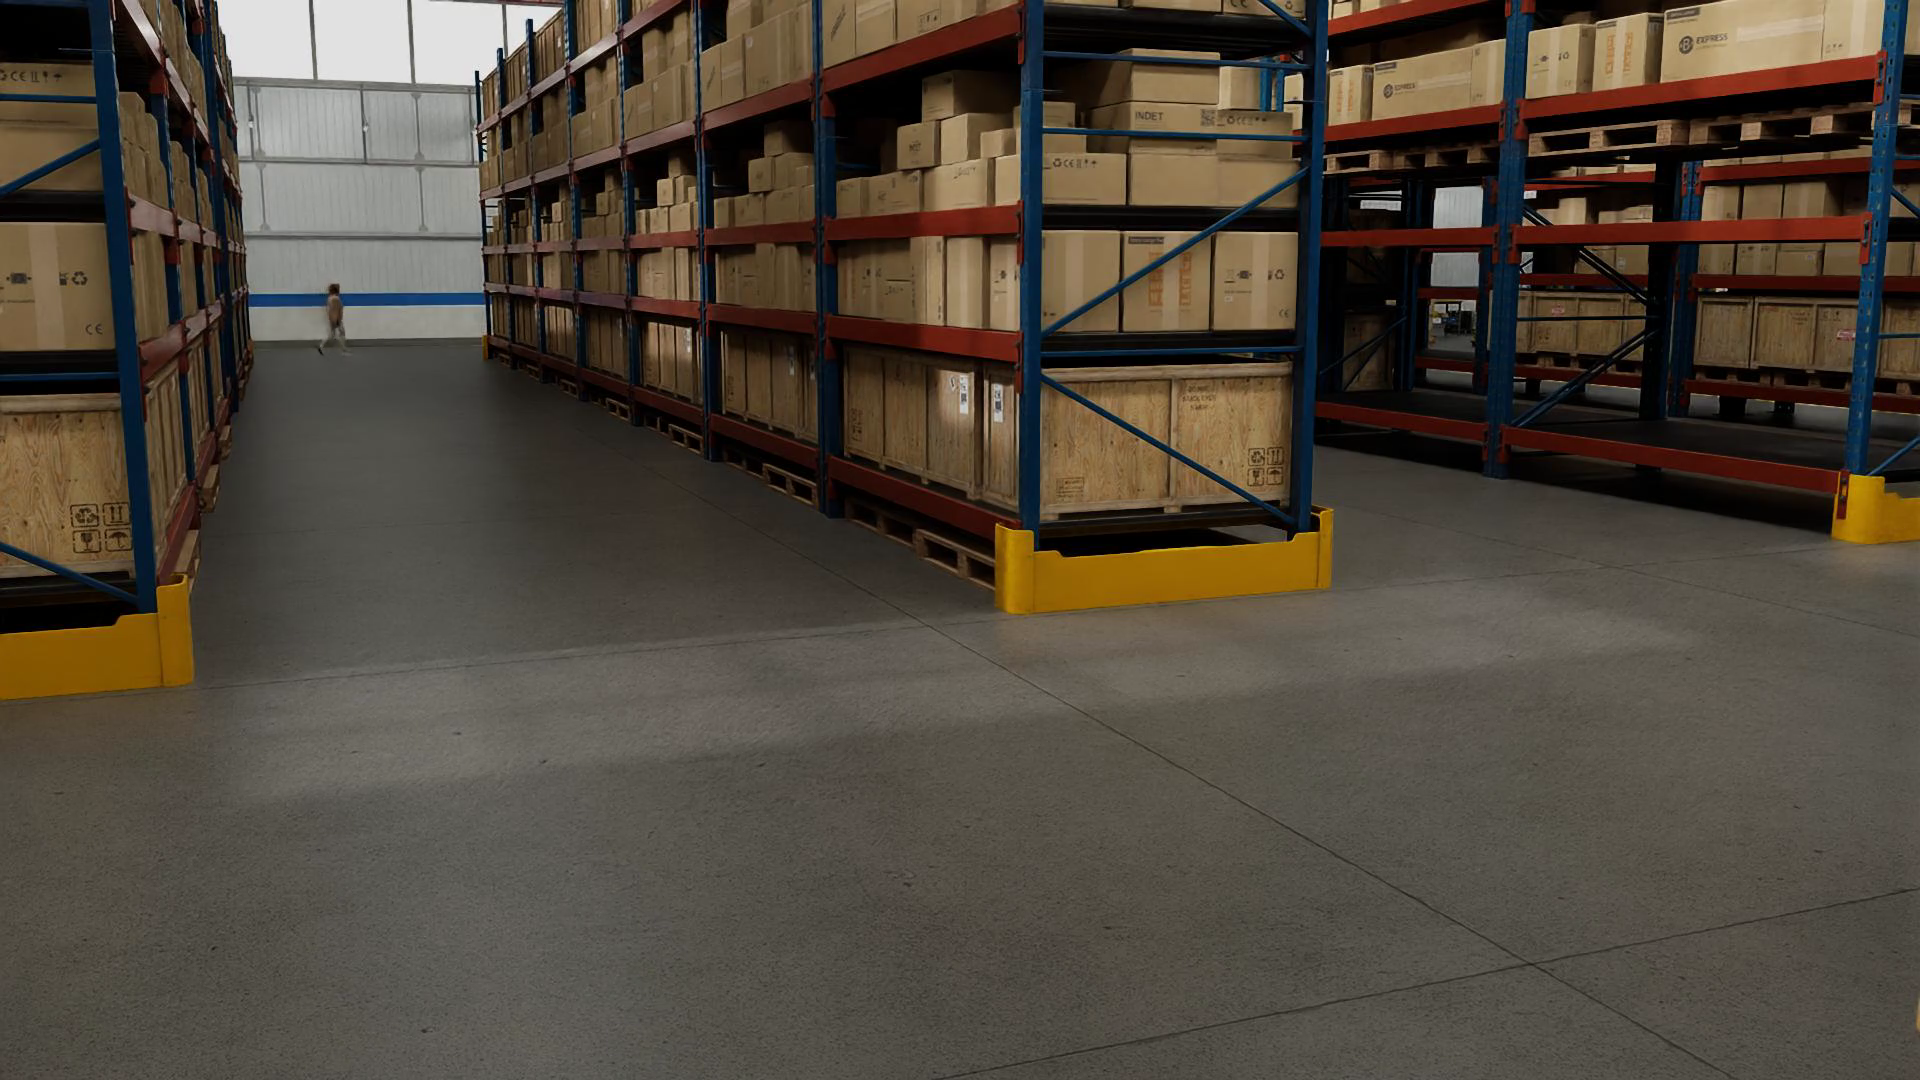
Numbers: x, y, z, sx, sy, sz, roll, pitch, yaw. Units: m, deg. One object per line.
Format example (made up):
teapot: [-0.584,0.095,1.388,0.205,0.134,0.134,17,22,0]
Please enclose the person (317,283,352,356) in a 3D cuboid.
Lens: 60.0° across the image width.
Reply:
person: [-13.825,-4.845,36.658,0.644,1.622,0.520,-8,12,-38]
